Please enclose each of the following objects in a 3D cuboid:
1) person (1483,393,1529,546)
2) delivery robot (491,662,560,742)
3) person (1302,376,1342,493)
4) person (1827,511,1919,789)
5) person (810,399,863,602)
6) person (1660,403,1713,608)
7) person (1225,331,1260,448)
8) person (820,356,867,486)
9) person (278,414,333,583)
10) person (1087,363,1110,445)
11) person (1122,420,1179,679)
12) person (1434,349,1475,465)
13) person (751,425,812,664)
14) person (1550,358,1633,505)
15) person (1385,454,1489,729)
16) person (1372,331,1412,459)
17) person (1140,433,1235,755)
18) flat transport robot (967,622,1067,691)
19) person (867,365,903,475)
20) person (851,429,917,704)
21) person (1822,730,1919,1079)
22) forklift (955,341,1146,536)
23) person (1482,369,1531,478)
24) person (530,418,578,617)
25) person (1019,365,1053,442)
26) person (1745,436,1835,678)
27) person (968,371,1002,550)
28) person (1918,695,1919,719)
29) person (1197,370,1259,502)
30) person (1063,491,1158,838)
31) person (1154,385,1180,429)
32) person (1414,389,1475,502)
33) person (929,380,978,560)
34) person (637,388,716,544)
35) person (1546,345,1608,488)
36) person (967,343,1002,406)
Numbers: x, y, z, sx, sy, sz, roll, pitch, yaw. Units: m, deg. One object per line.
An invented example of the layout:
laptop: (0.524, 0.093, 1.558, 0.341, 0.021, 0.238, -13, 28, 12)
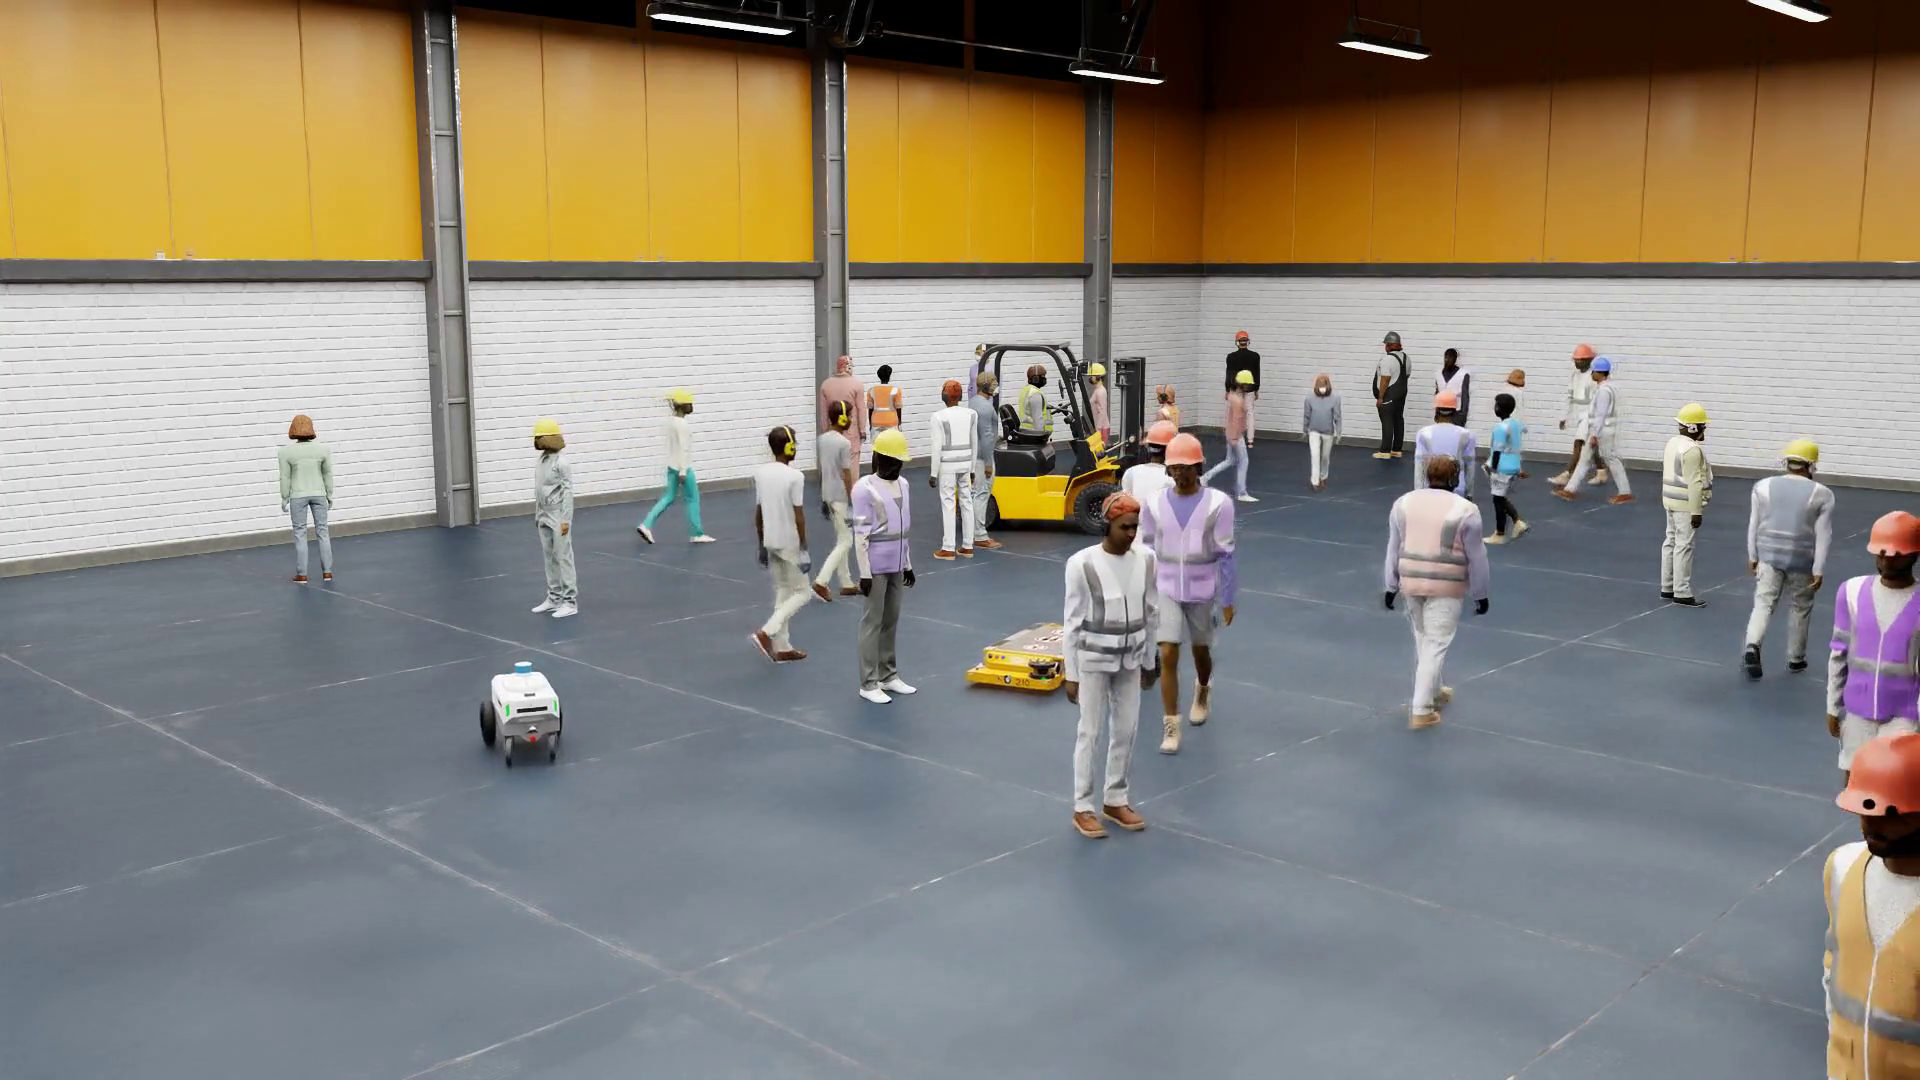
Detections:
person: (5.956, -0.767, 18.186, 0.393, 1.685, 0.551, 7, 12, 38)
delivery robot: (-2.740, 1.013, 10.469, 0.477, 0.478, 0.707, -4, 10, -22)
person: (4.970, -1.468, 22.831, 0.518, 1.584, 0.848, 2, 9, 10)
person: (4.507, 0.788, 8.036, 0.756, 1.910, 0.545, -8, 12, -39)
person: (-1.128, -0.355, 15.233, 0.616, 1.875, 0.554, -6, 11, -33)
person: (6.546, -0.314, 14.985, 0.404, 1.833, 0.590, 0, 9, 1)
person: (4.787, -2.549, 28.215, 0.608, 1.987, 0.388, -1, 9, -8)
person: (-1.499, -1.457, 21.786, 0.639, 1.904, 0.402, 4, 10, 23)
person: (-6.323, -0.398, 16.110, 0.499, 1.633, 0.286, -6, 11, -35)
person: (1.859, -1.496, 22.435, 0.328, 1.769, 0.526, 0, 9, 2)
person: (1.499, 0.065, 12.391, 0.566, 1.915, 0.570, 7, 12, 37)
person: (7.361, -1.929, 24.839, 1.013, 1.867, 0.645, -8, 12, -41)
person: (-1.367, 0.054, 12.665, 0.538, 1.854, 0.504, 8, 12, 42)
person: (8.236, -1.399, 21.448, 1.027, 1.894, 0.630, 3, 10, 16)
person: (3.253, 0.321, 11.174, 0.880, 1.805, 0.660, -9, 13, -44)
person: (6.880, -2.329, 26.703, 0.674, 2.000, 0.535, -8, 12, -40)
person: (1.461, 0.302, 10.680, 0.617, 2.012, 0.940, 3, 10, 16)
flat transport robot: (0.660, 0.858, 12.574, 0.652, 0.197, 1.431, 5, 10, 26)
person: (-1.060, -1.624, 23.462, 0.530, 1.689, 0.321, 3, 10, 18)
person: (-0.515, 0.175, 11.720, 0.379, 1.920, 0.586, 6, 11, 32)
person: (2.441, 1.409, 4.313, 1.029, 1.878, 0.559, -4, 10, -25)
forklift: (0.977, -1.223, 19.452, 2.313, 2.155, 1.214, 2, 9, 11)
person: (7.915, -1.670, 23.989, 0.715, 1.602, 0.486, 0, 9, 0)
person: (-3.572, -0.197, 14.541, 0.492, 1.742, 0.321, 9, 13, 44)
person: (0.948, -1.256, 20.739, 0.429, 1.844, 0.626, -2, 9, -12)
person: (6.111, 0.137, 12.317, 0.594, 1.811, 0.793, 8, 12, 41)
person: (0.247, -0.869, 18.062, 0.362, 1.938, 0.631, -2, 9, -10)
person: (4.436, 0.937, 7.068, 0.824, 1.906, 0.651, -9, 13, -43)
person: (3.498, -1.349, 21.614, 0.744, 1.726, 0.571, 1, 9, 6)
person: (0.806, 0.663, 8.884, 0.591, 1.871, 0.390, -5, 10, -26)
person: (2.506, -1.061, 20.186, 0.311, 1.632, 0.517, 6, 11, 33)
person: (4.619, -0.492, 15.909, 0.563, 1.879, 1.008, 2, 10, 14)
person: (-0.069, -0.729, 17.379, 0.574, 1.883, 0.360, -6, 11, -33)
person: (-3.147, -0.804, 18.292, 0.819, 1.742, 0.540, -5, 11, -28)
person: (8.680, -1.720, 23.160, 1.072, 1.983, 0.645, -3, 10, -15)
person: (0.347, -1.941, 24.638, 0.630, 1.940, 0.370, 9, 13, 43)
